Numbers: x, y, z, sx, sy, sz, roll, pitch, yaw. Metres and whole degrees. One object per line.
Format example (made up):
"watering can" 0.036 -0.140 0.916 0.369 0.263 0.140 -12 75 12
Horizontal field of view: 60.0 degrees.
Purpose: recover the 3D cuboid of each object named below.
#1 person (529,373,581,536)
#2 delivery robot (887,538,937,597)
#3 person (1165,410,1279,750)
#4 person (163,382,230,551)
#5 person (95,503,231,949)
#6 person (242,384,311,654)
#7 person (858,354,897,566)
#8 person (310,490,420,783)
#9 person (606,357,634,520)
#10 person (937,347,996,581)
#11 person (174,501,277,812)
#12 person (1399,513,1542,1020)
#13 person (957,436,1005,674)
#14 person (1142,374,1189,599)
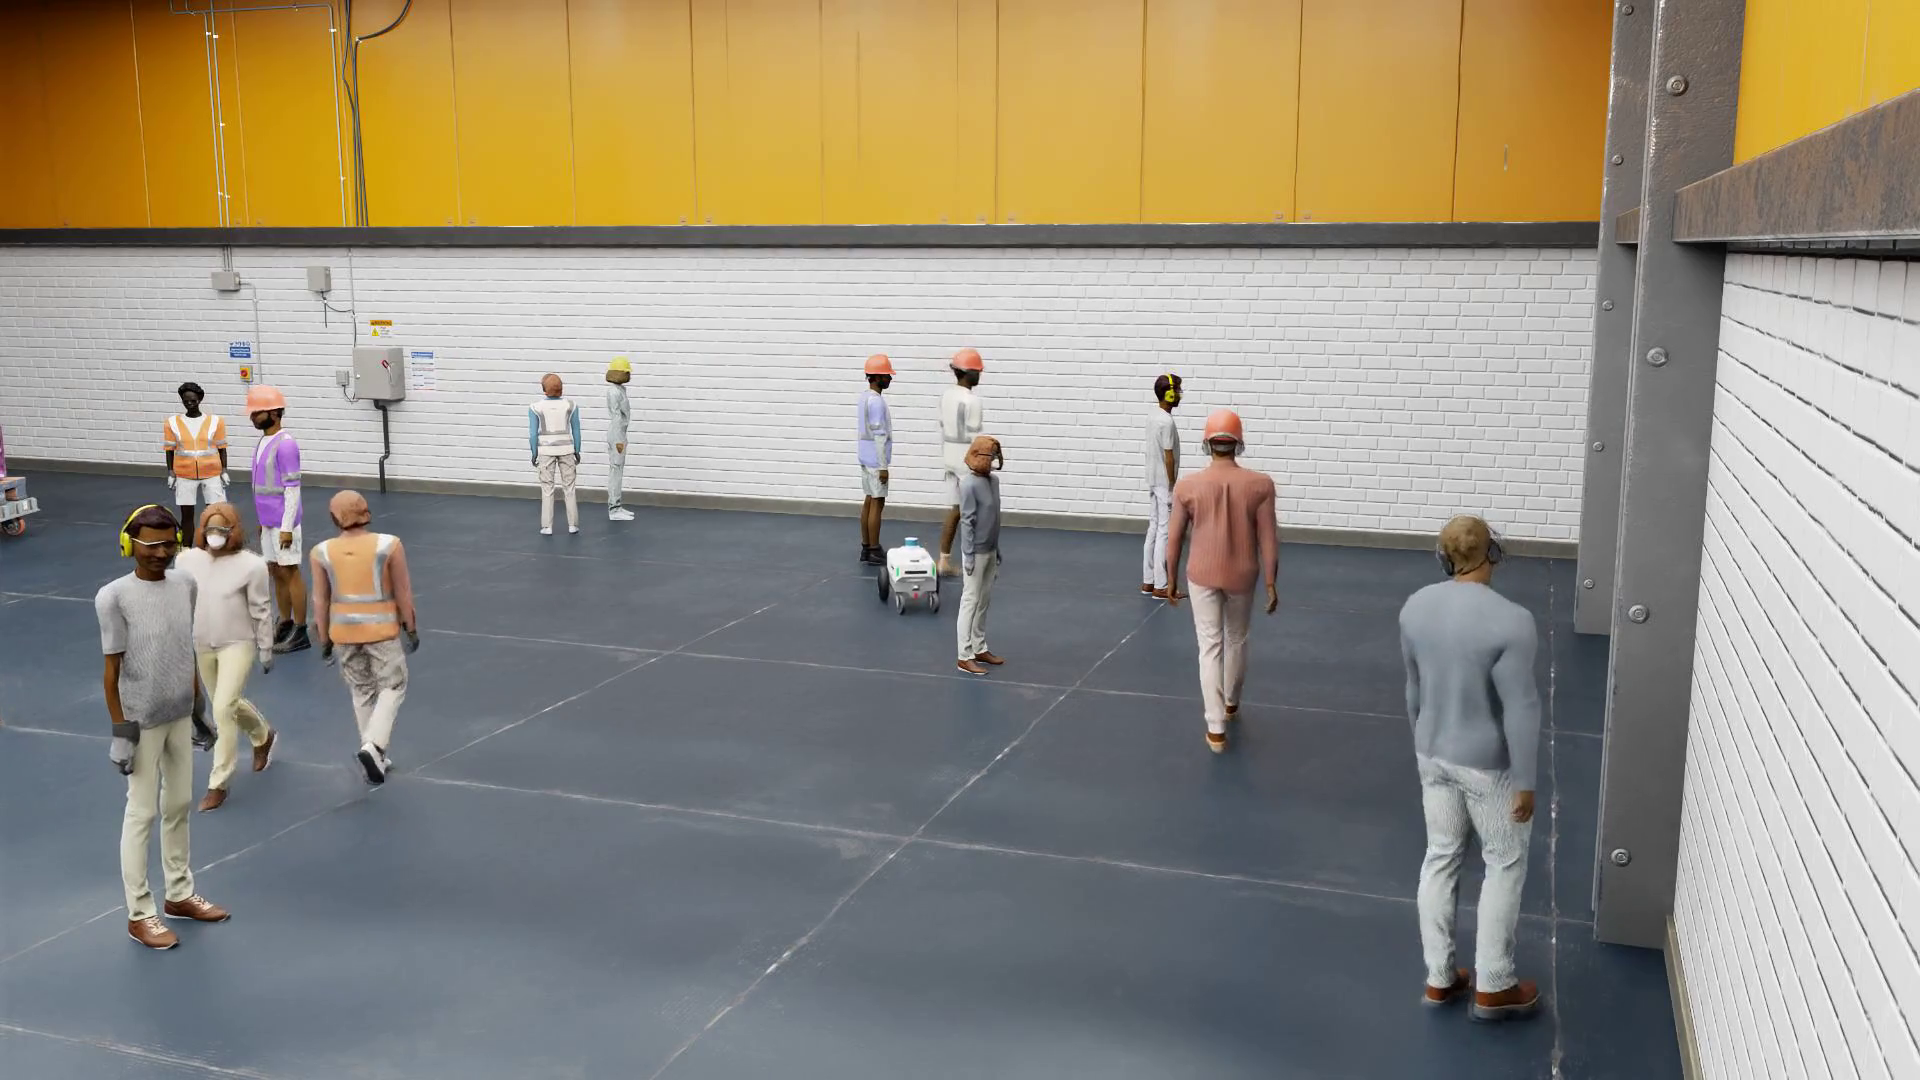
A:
"person" -4.077 -0.860 16.783 0.514 1.645 0.309 -4 11 -20
"delivery robot" -0.393 0.225 13.474 0.477 0.478 0.707 -1 10 -8
"person" 1.542 0.199 9.920 0.651 1.953 0.974 0 10 3
"person" -6.912 -0.586 15.086 0.542 1.695 0.316 -4 11 -22
"person" -3.363 0.764 7.022 0.331 1.864 0.513 4 11 19
"person" -4.927 -0.154 11.973 0.353 1.939 0.544 -9 14 -42
"person" -0.748 -0.731 15.224 0.355 1.937 0.552 -3 11 -17
"person" -3.221 0.540 8.970 0.553 1.610 0.576 0 10 -1
"person" -3.629 -1.087 17.787 0.325 1.740 0.492 -2 10 -10
"person" 0.056 -0.656 14.525 0.397 2.046 0.613 -6 11 -29
"person" -3.899 0.563 8.894 0.503 1.596 0.813 1 10 8
"person" 1.935 0.853 6.409 0.427 1.908 0.673 -7 12 -34
"person" 0.150 0.092 11.446 0.266 1.631 0.507 5 11 25
"person" 1.703 -0.440 13.803 0.323 1.864 0.530 -2 10 -14
